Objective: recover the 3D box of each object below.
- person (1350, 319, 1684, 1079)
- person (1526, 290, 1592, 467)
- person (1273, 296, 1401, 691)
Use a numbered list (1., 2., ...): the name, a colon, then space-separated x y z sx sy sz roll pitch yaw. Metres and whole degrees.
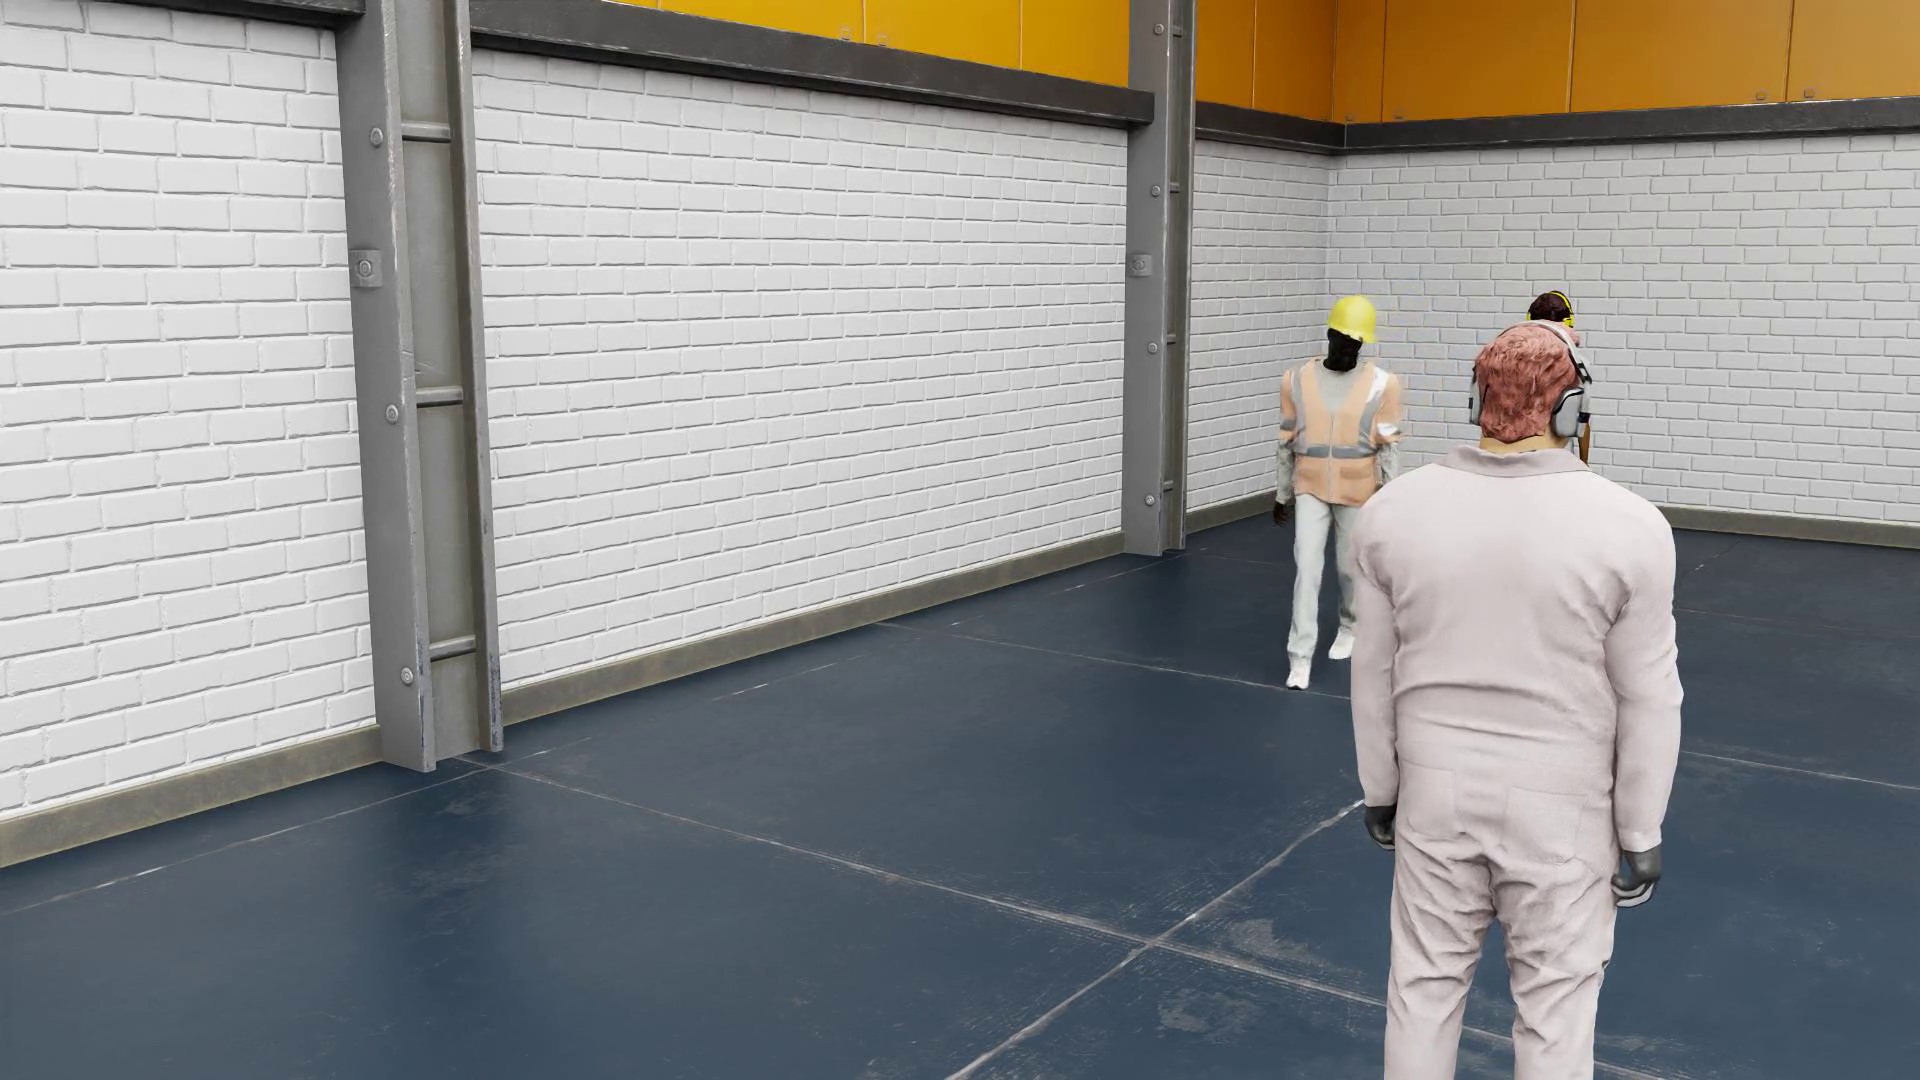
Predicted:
1. person: 1.111 0.516 3.367 0.641 1.908 0.407 7 12 35
2. person: 3.019 -0.352 8.642 0.514 1.872 0.328 7 12 35
3. person: 1.846 -0.261 8.144 0.609 1.868 0.984 4 10 21
